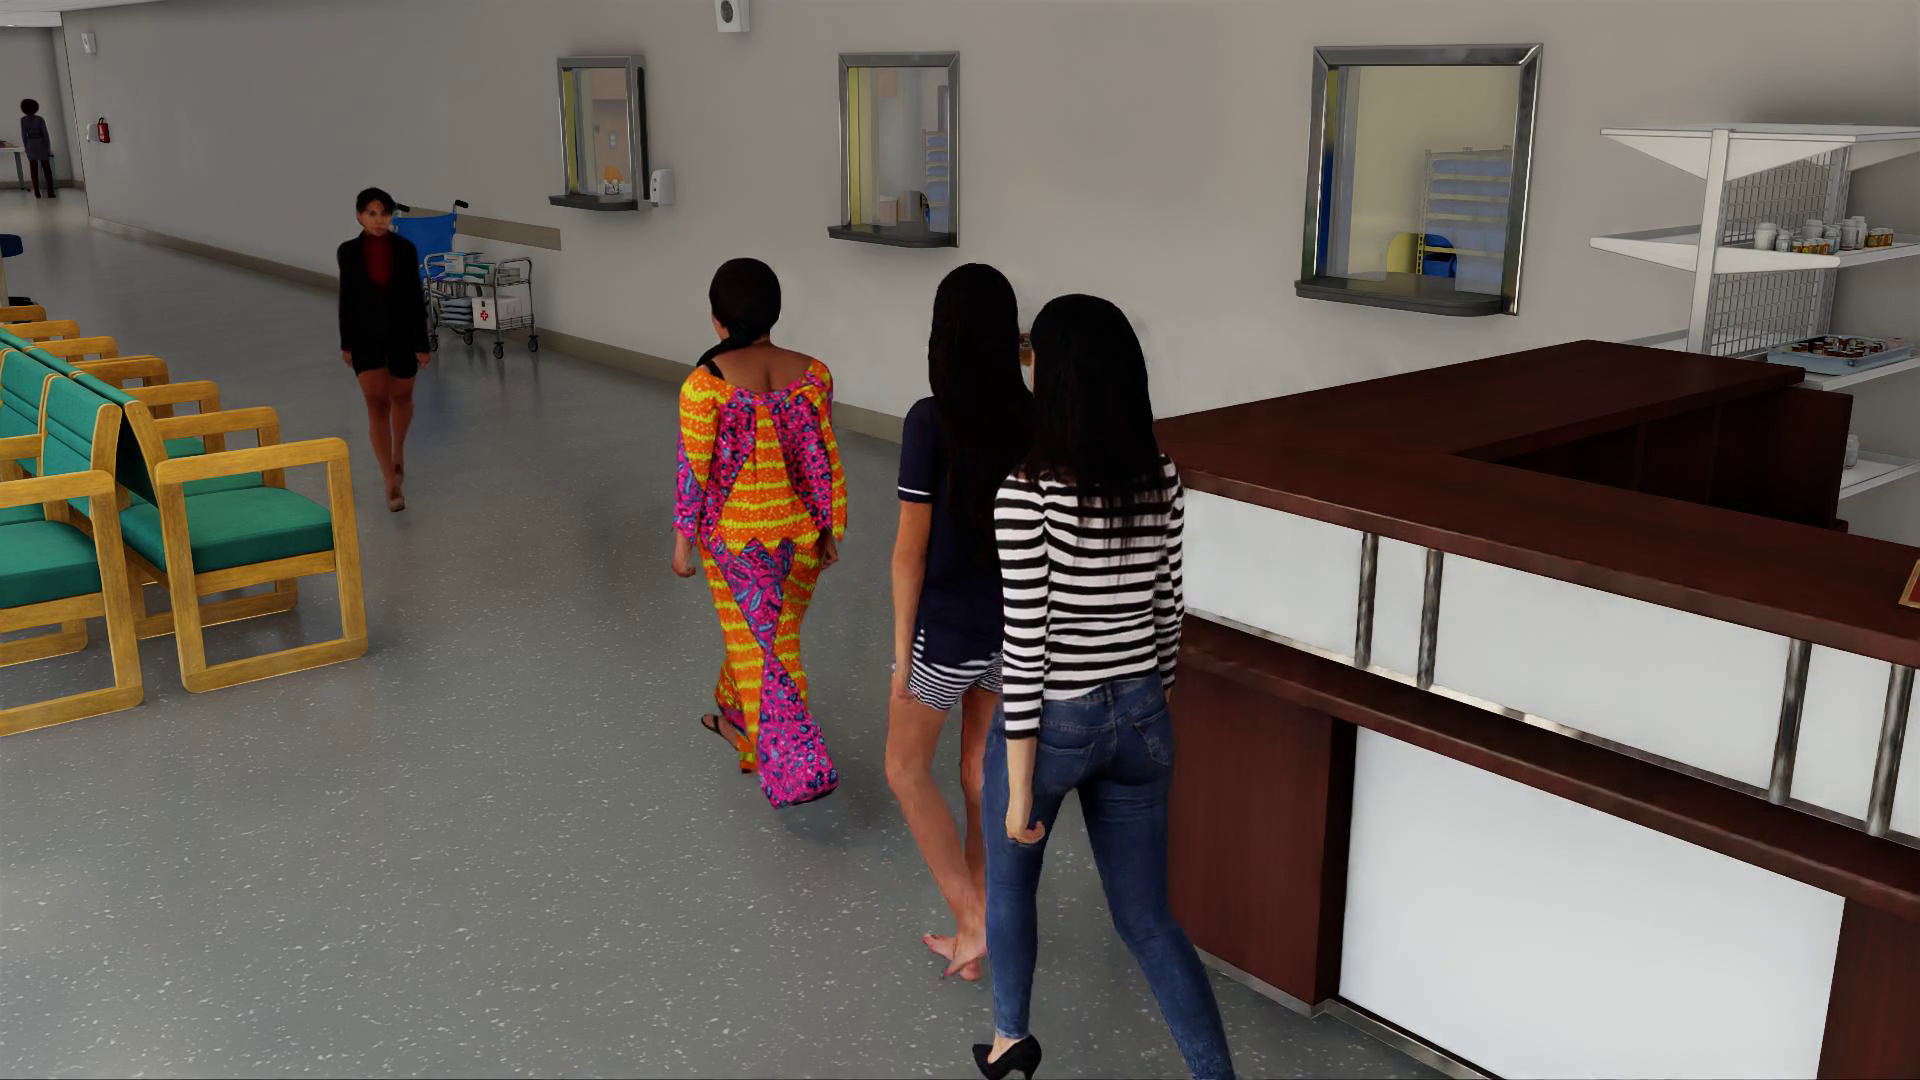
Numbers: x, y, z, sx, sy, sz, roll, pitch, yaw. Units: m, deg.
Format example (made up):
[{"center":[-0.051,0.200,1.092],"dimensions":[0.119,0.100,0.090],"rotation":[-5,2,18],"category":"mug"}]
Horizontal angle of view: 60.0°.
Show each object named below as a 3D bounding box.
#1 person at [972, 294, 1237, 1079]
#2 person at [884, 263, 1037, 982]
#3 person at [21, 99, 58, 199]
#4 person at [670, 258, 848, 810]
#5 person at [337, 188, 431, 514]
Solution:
[{"center":[0.298,0.465,3.146],"dimensions":[1.129,1.753,0.800],"rotation":[-8,18,-27],"category":"person"},{"center":[0.078,0.260,3.876],"dimensions":[0.659,1.751,0.690],"rotation":[-10,19,-32],"category":"person"},{"center":[-16.398,-6.954,29.542],"dimensions":[0.588,1.709,0.709],"rotation":[-4,16,-12],"category":"person"},{"center":[-0.578,-0.013,4.992],"dimensions":[1.128,1.671,0.769],"rotation":[-11,19,-34],"category":"person"},{"center":[-2.926,-0.940,8.461],"dimensions":[1.087,1.573,0.847],"rotation":[-7,17,-22],"category":"person"}]
